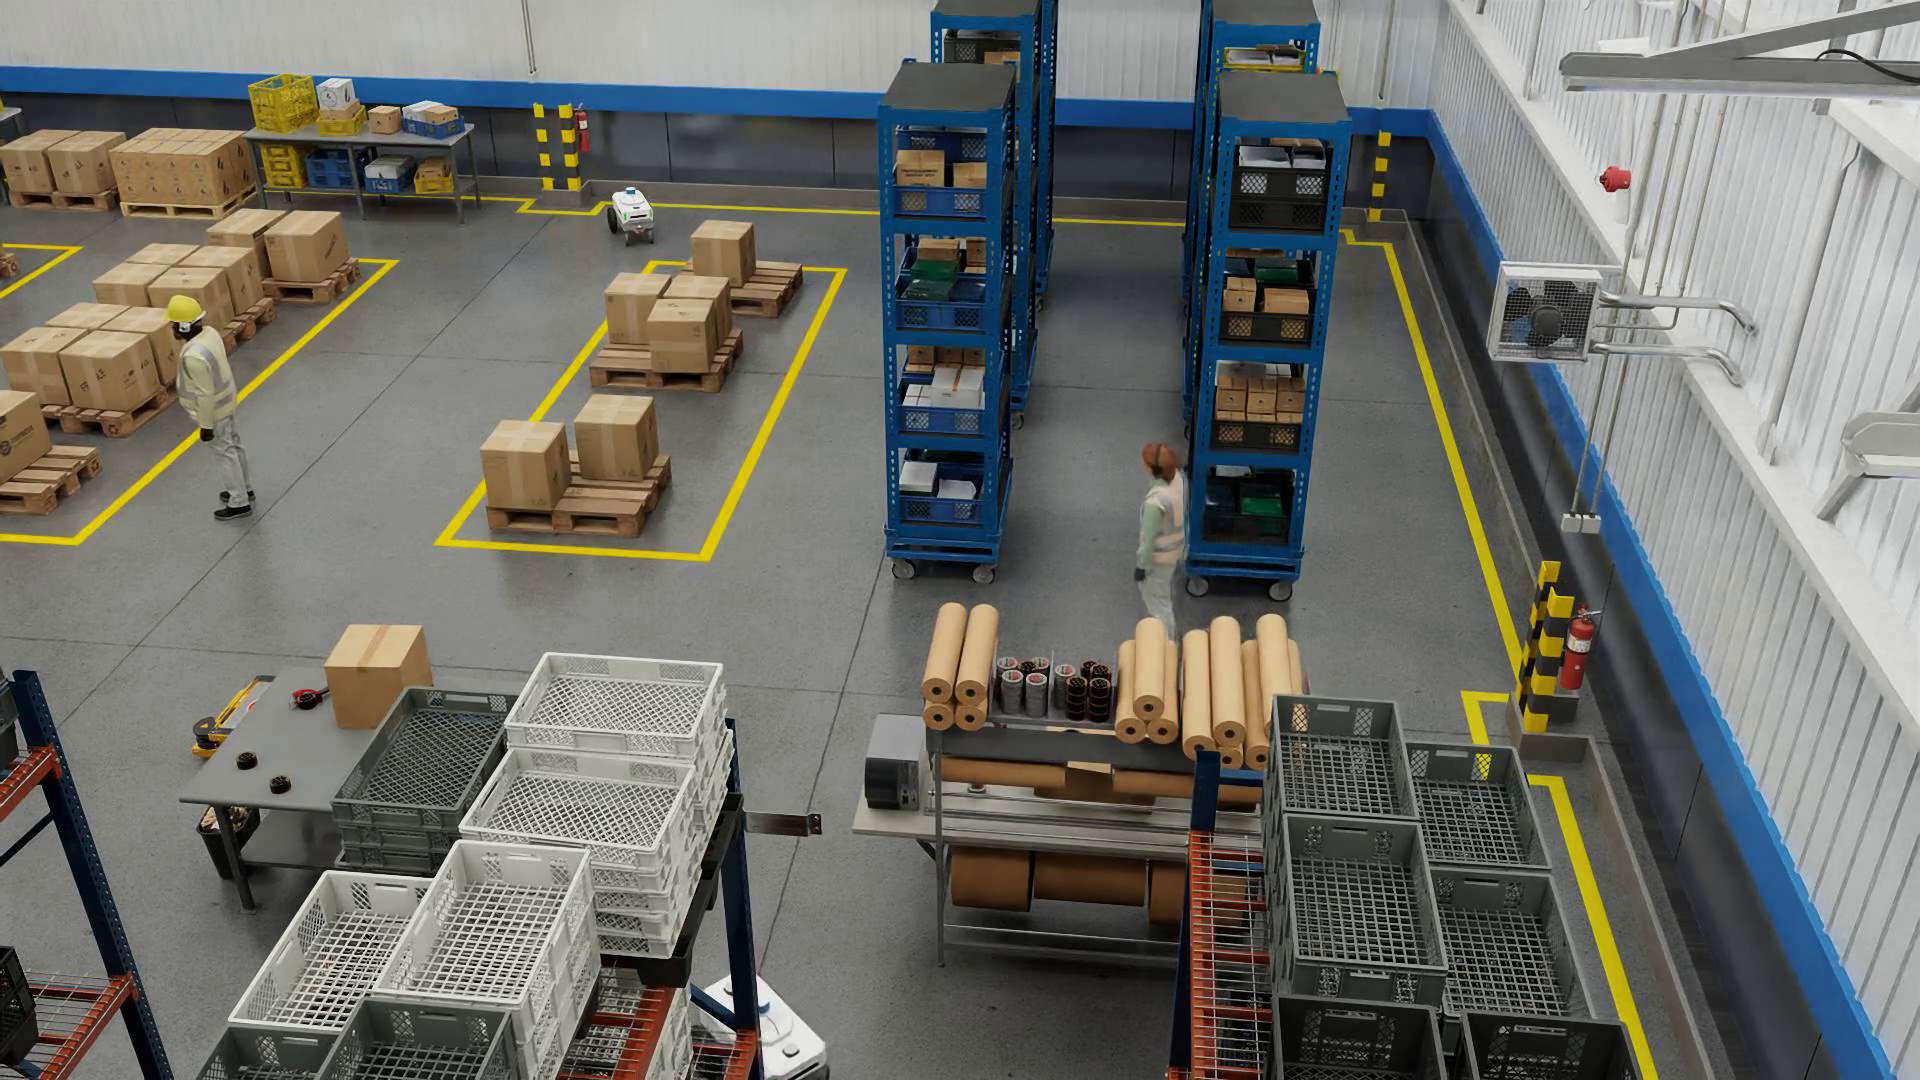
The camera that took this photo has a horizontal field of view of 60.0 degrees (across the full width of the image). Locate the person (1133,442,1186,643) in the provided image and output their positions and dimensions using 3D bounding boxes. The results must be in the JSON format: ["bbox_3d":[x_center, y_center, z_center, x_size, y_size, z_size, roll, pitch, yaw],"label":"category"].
[{"bbox_3d":[1.321,0.078,11.167,0.431,1.620,0.552,12,32,20],"label":"person"}]

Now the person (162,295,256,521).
[{"bbox_3d":[-5.801,-1.028,12.869,0.404,1.834,0.591,-5,31,-8],"label":"person"}]

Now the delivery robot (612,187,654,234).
[{"bbox_3d":[-3.668,-3.708,18.645,0.477,0.478,0.707,-11,32,-18],"label":"delivery robot"}]

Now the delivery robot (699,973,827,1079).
[{"bbox_3d":[-0.965,2.416,8.125,0.477,0.478,0.707,-22,37,-33],"label":"delivery robot"}]
